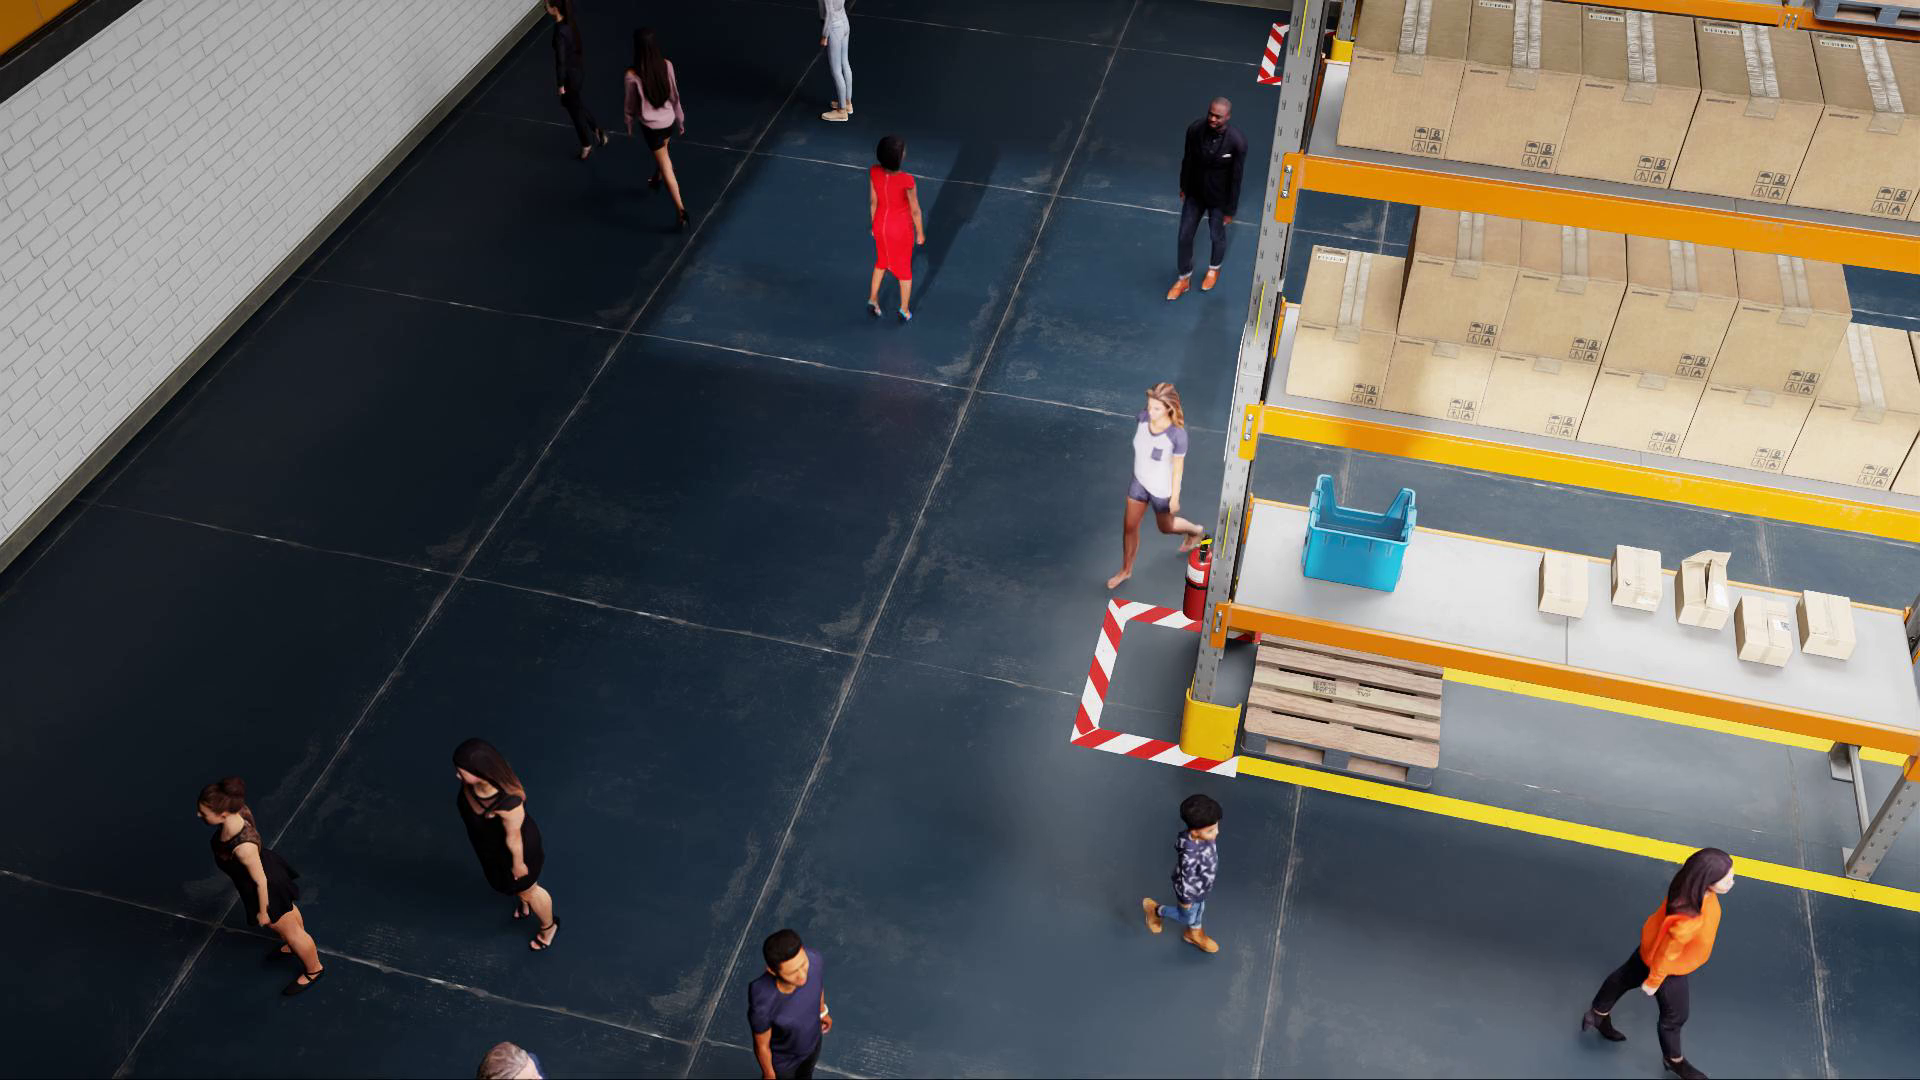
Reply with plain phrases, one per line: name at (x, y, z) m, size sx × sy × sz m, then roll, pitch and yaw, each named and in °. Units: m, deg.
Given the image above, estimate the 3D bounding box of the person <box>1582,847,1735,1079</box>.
person at (3.557, 2.124, 8.611) m, size 0.958 × 1.726 × 0.720 m, roll 17°, pitch 46°, yaw 17°

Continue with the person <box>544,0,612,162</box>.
person at (-3.495, -4.255, 15.323) m, size 0.727 × 1.704 × 0.676 m, roll 3°, pitch 44°, yaw 3°

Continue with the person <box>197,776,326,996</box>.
person at (-3.760, 1.841, 8.946) m, size 0.739 × 1.674 × 0.673 m, roll -24°, pitch 49°, yaw -23°

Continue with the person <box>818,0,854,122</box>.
person at (-1.193, -4.873, 15.905) m, size 0.513 × 1.796 × 0.594 m, roll 13°, pitch 45°, yaw 13°

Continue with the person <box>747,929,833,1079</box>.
person at (-0.839, 2.456, 8.214) m, size 0.682 × 1.793 × 0.714 m, roll 29°, pitch 51°, yaw 27°

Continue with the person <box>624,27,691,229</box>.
person at (-2.597, -3.544, 14.540) m, size 1.093 × 1.754 × 1.176 m, roll -24°, pitch 49°, yaw -23°

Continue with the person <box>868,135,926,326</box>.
person at (-0.538, -2.464, 13.414) m, size 0.584 × 1.744 × 0.709 m, roll 18°, pitch 46°, yaw 18°

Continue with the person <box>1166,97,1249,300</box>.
person at (2.116, -2.889, 13.822) m, size 0.906 × 1.796 × 0.930 m, roll 21°, pitch 48°, yaw 21°

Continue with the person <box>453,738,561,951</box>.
person at (-2.467, 1.647, 9.121) m, size 0.805 × 1.713 × 0.739 m, roll -23°, pitch 48°, yaw -23°

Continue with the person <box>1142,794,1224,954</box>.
person at (1.261, 1.853, 9.246) m, size 0.767 × 1.243 × 0.627 m, roll 25°, pitch 49°, yaw 24°

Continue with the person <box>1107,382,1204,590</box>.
person at (1.401, -0.407, 11.288) m, size 1.033 × 1.698 × 1.071 m, roll -31°, pitch 52°, yaw -28°
